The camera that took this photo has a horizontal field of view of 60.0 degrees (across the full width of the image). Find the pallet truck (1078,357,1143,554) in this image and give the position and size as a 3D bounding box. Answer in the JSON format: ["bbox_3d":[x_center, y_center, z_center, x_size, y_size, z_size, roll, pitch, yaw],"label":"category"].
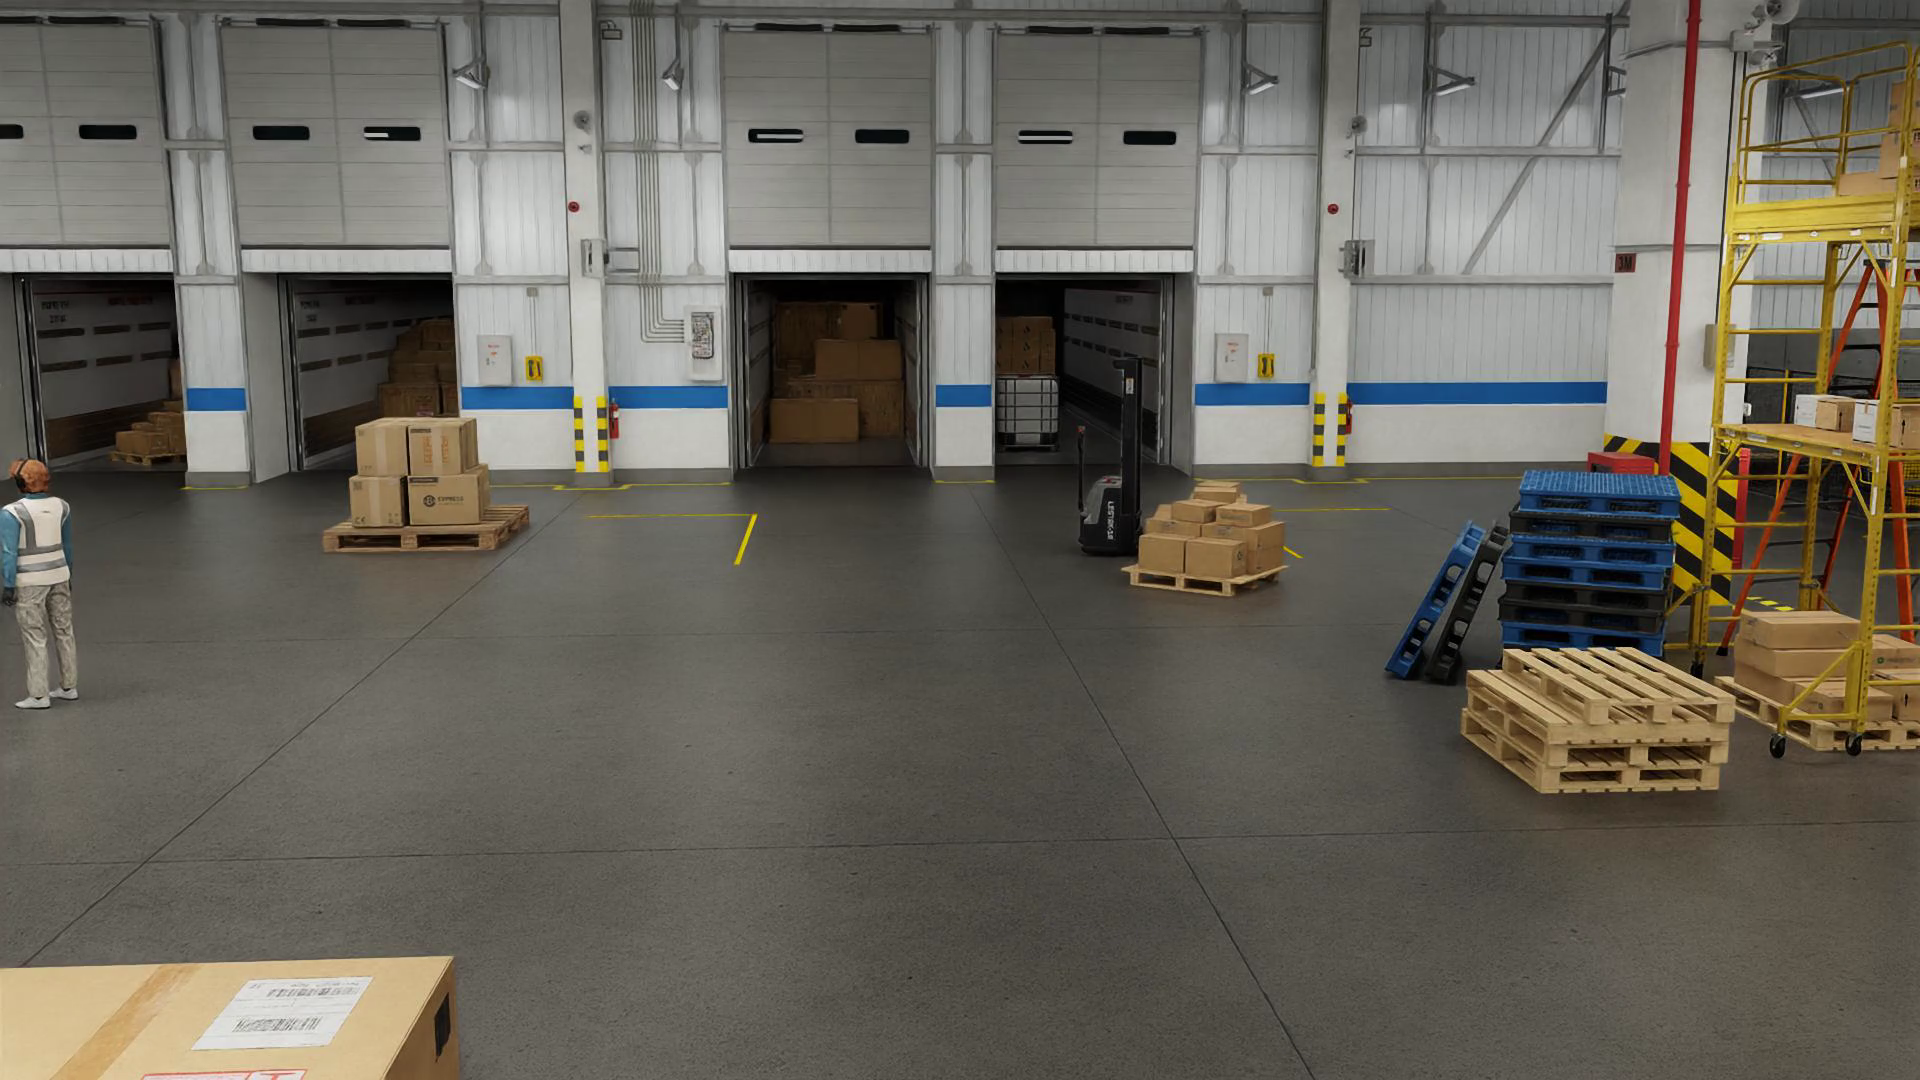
[{"bbox_3d":[2.088,-0.836,16.757,1.885,1.965,0.823,2,9,13],"label":"pallet truck"}]

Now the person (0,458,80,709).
[{"bbox_3d":[-6.012,0.282,10.873,0.309,1.638,0.527,3,10,19],"label":"person"}]
